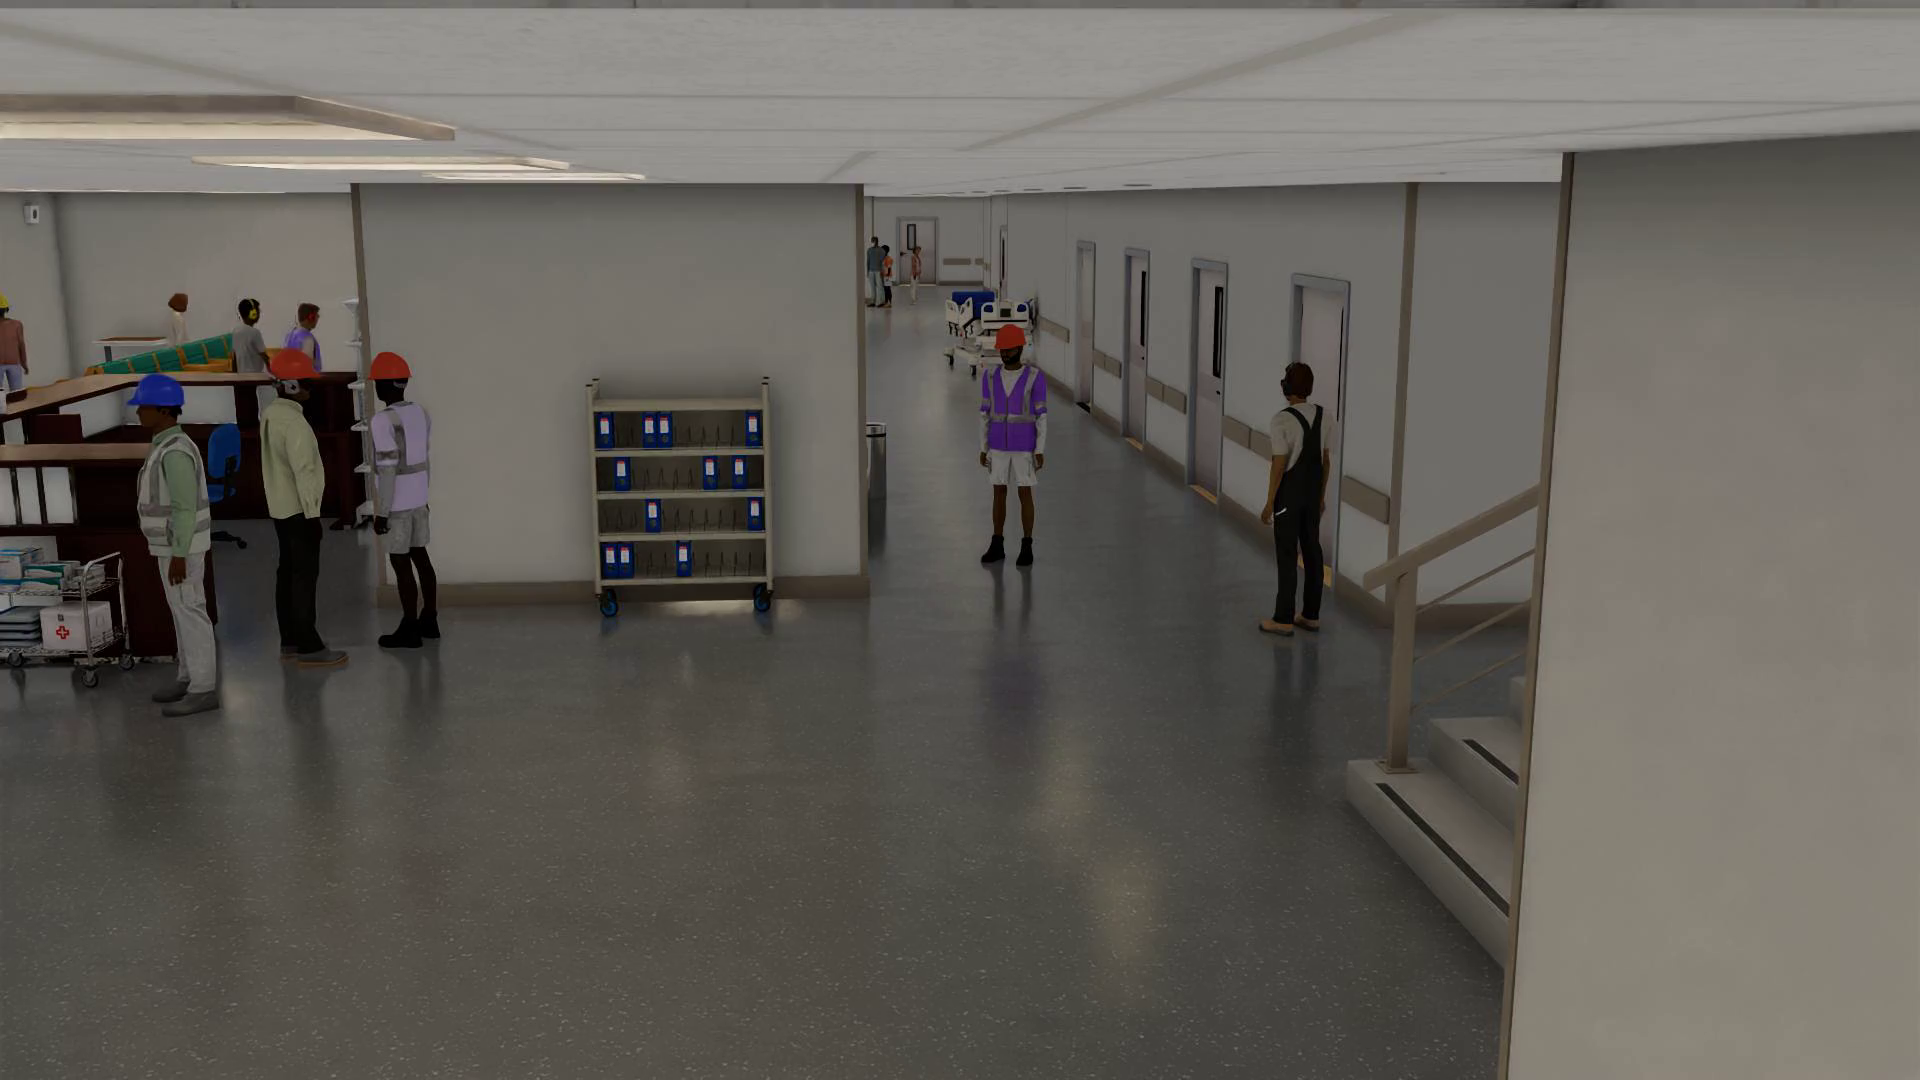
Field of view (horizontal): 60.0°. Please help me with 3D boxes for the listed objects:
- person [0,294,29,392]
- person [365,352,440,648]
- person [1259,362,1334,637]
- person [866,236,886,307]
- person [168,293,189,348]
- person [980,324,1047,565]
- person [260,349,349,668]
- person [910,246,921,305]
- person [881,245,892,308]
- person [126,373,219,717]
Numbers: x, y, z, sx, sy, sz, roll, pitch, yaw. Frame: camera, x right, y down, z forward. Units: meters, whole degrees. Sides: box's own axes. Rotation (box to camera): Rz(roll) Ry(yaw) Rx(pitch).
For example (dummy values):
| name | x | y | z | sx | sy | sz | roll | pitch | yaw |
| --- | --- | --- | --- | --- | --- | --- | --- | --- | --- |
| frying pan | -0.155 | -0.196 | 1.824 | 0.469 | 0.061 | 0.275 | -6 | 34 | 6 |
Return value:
| name | x | y | z | sx | sy | sz | roll | pitch | yaw |
| --- | --- | --- | --- | --- | --- | --- | --- | --- | --- |
| person | -11.856 | -2.172 | 20.658 | 0.327 | 1.765 | 0.528 | 10 | 15 | 41 |
| person | -3.672 | -0.260 | 10.883 | 0.363 | 1.935 | 0.553 | 3 | 12 | 14 |
| person | 2.253 | -0.272 | 11.166 | 0.507 | 1.847 | 0.343 | -6 | 13 | -28 |
| person | -2.294 | -7.309 | 45.347 | 0.629 | 1.932 | 0.366 | 8 | 14 | 35 |
| person | -10.951 | -2.656 | 23.378 | 0.446 | 1.608 | 0.613 | -8 | 14 | -34 |
| person | 0.410 | -0.758 | 13.319 | 0.553 | 1.935 | 0.362 | 4 | 12 | 21 |
| person | -4.147 | -0.198 | 10.439 | 0.387 | 1.992 | 0.626 | -10 | 15 | -39 |
| person | -1.235 | -7.378 | 46.408 | 0.314 | 1.636 | 0.515 | 3 | 12 | 13 |
| person | -2.018 | -7.186 | 45.319 | 0.321 | 1.697 | 0.530 | -4 | 12 | -21 |
| person | -4.464 | 0.022 | 9.474 | 0.380 | 1.951 | 0.603 | -7 | 14 | -31 |
